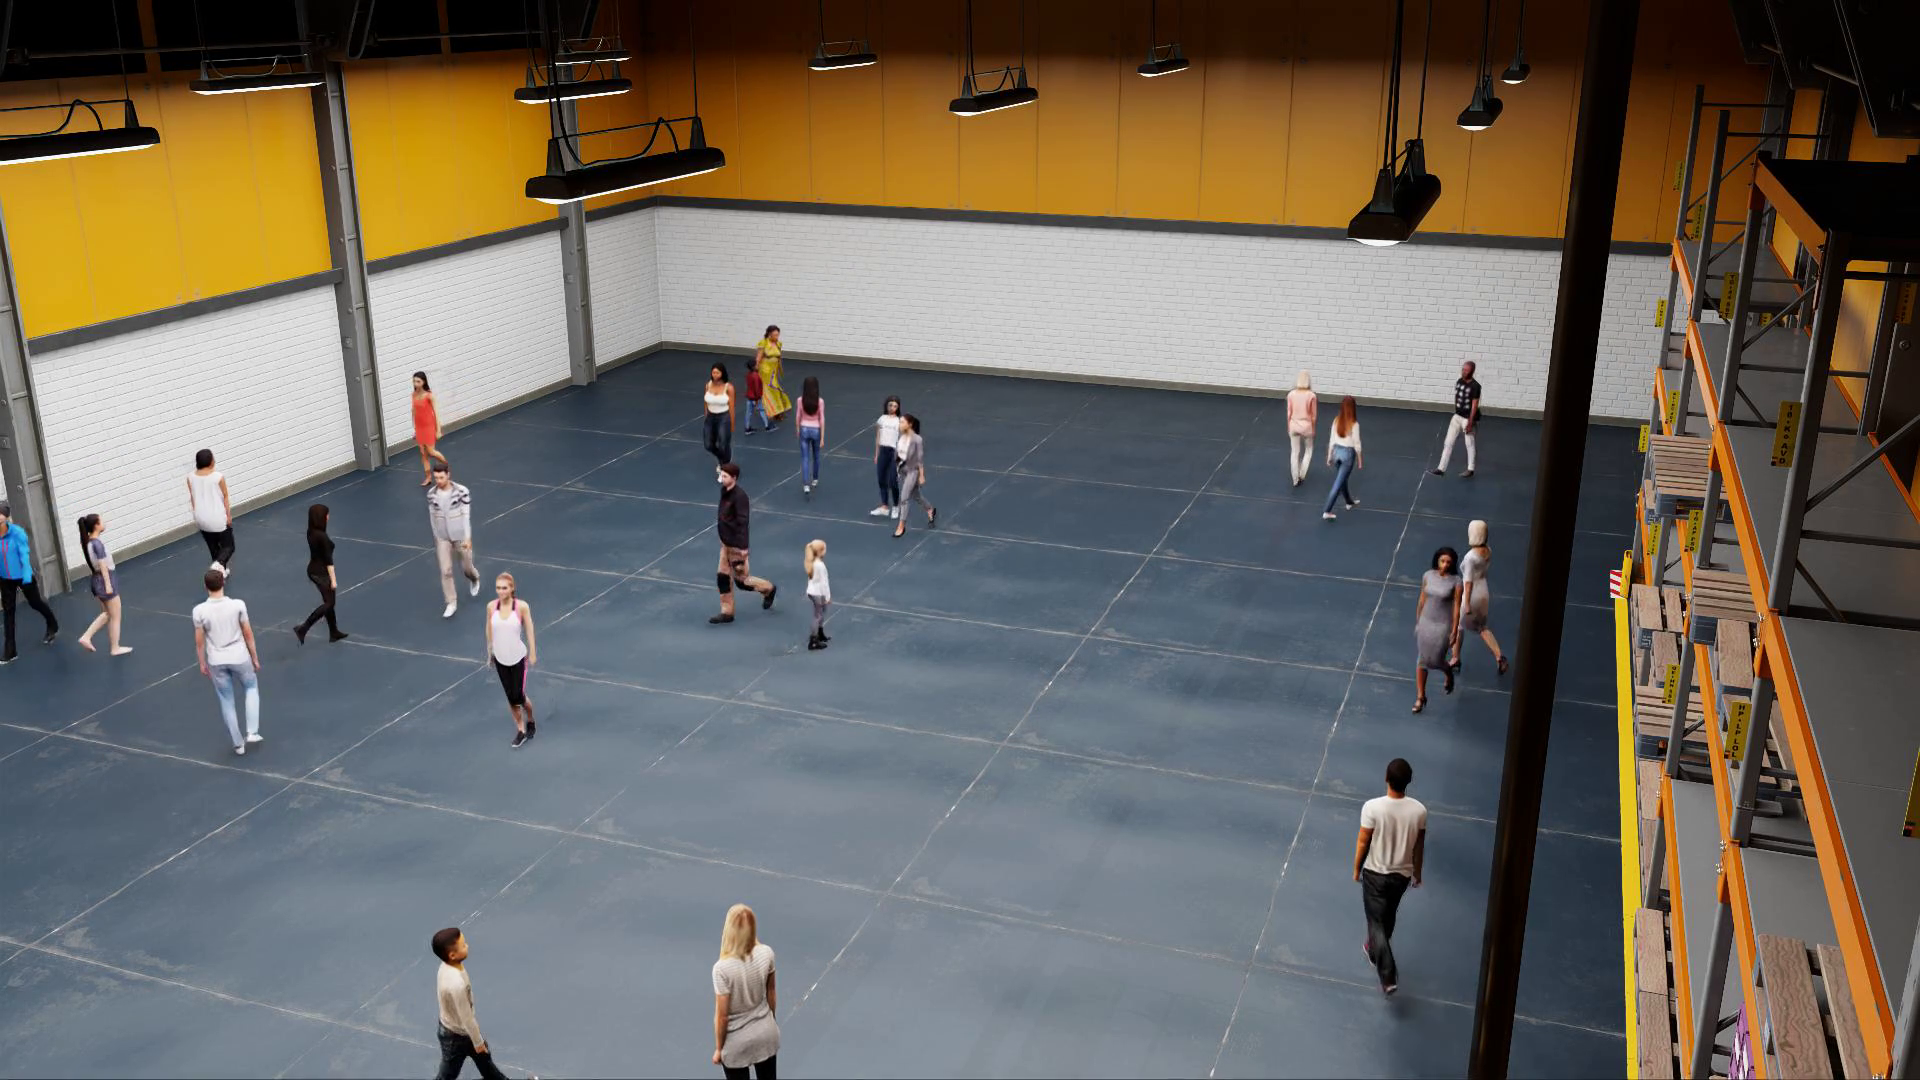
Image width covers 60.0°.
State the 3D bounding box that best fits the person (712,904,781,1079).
[{"bbox_3d":[-1.300,3.072,10.262,0.645,1.826,0.751,-14,23,-36],"label":"person"}]

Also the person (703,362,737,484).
[{"bbox_3d":[-3.533,-1.769,24.685,0.642,1.797,0.744,6,20,18],"label":"person"}]

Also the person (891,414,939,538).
[{"bbox_3d":[-0.594,-0.876,22.278,1.193,1.640,0.976,-15,23,-37],"label":"person"}]

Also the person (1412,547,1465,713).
[{"bbox_3d":[4.868,0.886,16.847,0.763,1.766,0.911,16,24,40],"label":"person"}]

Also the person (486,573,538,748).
[{"bbox_3d":[-4.311,1.128,16.114,0.646,1.775,0.668,4,19,11],"label":"person"}]

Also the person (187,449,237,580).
[{"bbox_3d":[-9.230,-0.286,20.471,0.740,1.675,0.831,3,19,7],"label":"person"}]

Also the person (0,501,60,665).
[{"bbox_3d":[-10.290,0.417,18.276,0.802,1.743,1.229,2,19,7],"label":"person"}]

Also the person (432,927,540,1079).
[{"bbox_3d":[-3.279,3.157,10.618,1.002,1.439,0.963,-8,20,-21],"label":"person"}]

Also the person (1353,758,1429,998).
[{"bbox_3d":[3.138,2.472,12.125,0.937,1.775,1.194,-1,19,-3],"label":"person"}]

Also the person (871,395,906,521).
[{"bbox_3d":[-0.967,-1.139,22.878,0.770,1.755,0.626,14,23,35],"label":"person"}]

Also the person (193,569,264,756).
[{"bbox_3d":[-6.950,1.193,15.818,0.804,1.842,0.854,-7,20,-20],"label":"person"}]

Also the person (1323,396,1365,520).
[{"bbox_3d":[5.221,-1.090,22.849,1.215,1.680,0.982,-15,24,-38],"label":"person"}]

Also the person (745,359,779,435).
[{"bbox_3d":[-3.420,-2.334,27.245,0.849,1.234,0.729,-14,23,-35],"label":"person"}]

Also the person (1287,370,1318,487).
[{"bbox_3d":[4.984,-1.625,24.383,0.630,1.716,0.623,9,20,24],"label":"person"}]

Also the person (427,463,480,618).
[{"bbox_3d":[-5.931,-0.053,19.559,0.906,1.815,1.128,0,19,-1],"label":"person"}]

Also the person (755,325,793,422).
[{"bbox_3d":[-3.297,-2.830,28.123,1.064,1.613,1.242,15,24,38],"label":"person"}]

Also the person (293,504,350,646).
[{"bbox_3d":[-7.148,0.423,18.449,0.753,1.621,0.982,15,23,37],"label":"person"}]

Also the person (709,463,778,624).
[{"bbox_3d":[-2.527,0.031,19.170,1.204,1.903,1.062,-12,22,-33],"label":"person"}]

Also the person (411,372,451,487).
[{"bbox_3d":[-7.800,-1.651,24.480,0.588,1.703,0.773,7,20,20],"label":"person"}]

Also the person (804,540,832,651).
[{"bbox_3d":[-1.643,0.614,18.436,0.687,1.268,0.632,-10,21,-28],"label":"person"}]

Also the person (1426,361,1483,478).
[{"bbox_3d":[7.591,-1.774,24.733,1.166,1.775,1.087,-9,21,-26],"label":"person"}]

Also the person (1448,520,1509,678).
[{"bbox_3d":[5.518,0.650,17.610,1.016,1.727,1.001,-12,22,-32],"label":"person"}]

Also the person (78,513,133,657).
[{"bbox_3d":[-9.422,0.525,18.127,0.854,1.634,0.765,-16,25,-40],"label":"person"}]

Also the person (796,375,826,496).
[{"bbox_3d":[-2.179,-1.485,23.983,0.871,1.705,1.216,0,19,-1],"label":"person"}]
